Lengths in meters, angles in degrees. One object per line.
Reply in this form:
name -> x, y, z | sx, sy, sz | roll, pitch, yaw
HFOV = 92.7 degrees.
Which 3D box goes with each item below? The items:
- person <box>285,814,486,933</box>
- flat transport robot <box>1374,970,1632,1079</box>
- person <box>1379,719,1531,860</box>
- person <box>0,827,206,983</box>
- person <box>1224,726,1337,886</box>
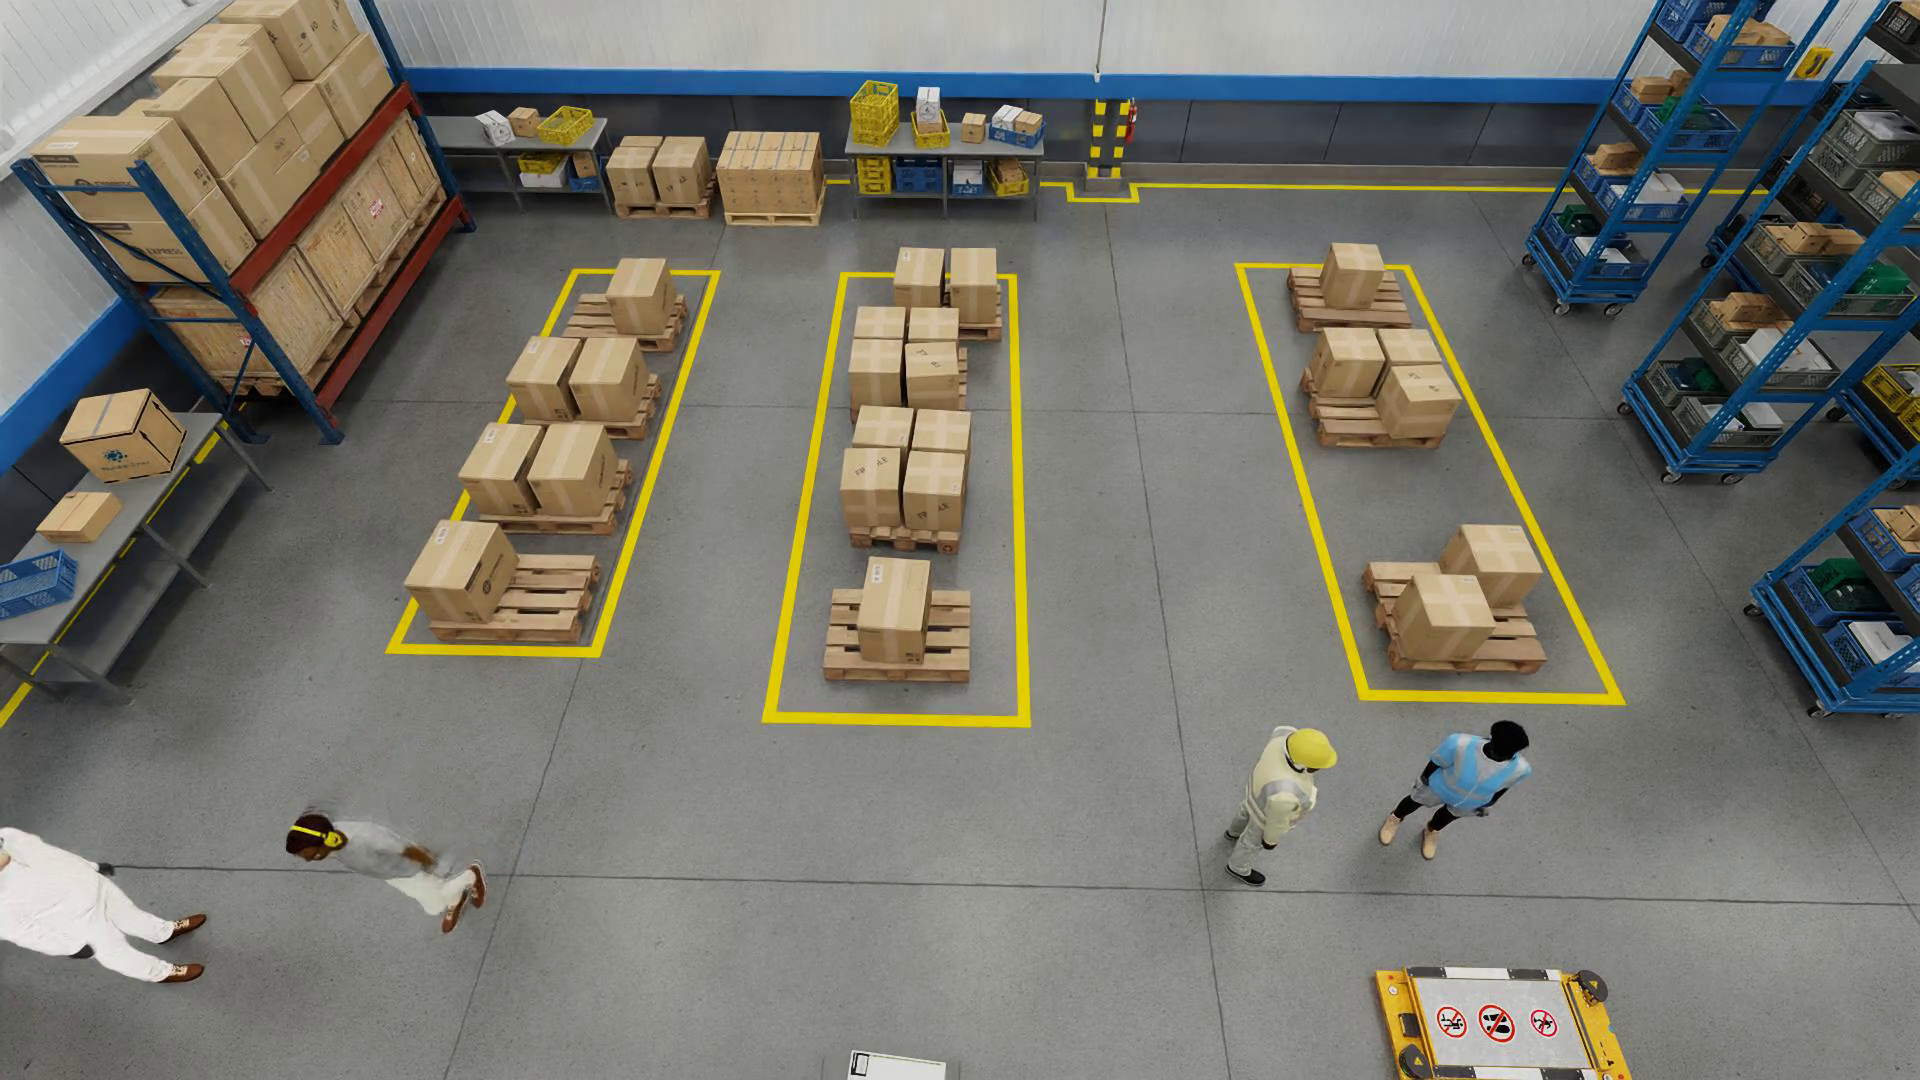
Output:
person -> -3.540, 2.072, 5.777 | 0.546, 1.835, 0.459 | 4, 51, 3
flat transport robot -> 3.501, 3.133, 5.914 | 1.431, 0.197, 0.652 | 1, 51, 1
person -> 3.349, 1.680, 6.183 | 0.535, 1.699, 0.318 | 18, 53, 14
person -> -5.378, 2.233, 5.605 | 0.405, 1.902, 0.636 | -18, 53, -14
person -> 2.076, 1.737, 6.051 | 0.404, 1.833, 0.587 | 10, 51, 8
